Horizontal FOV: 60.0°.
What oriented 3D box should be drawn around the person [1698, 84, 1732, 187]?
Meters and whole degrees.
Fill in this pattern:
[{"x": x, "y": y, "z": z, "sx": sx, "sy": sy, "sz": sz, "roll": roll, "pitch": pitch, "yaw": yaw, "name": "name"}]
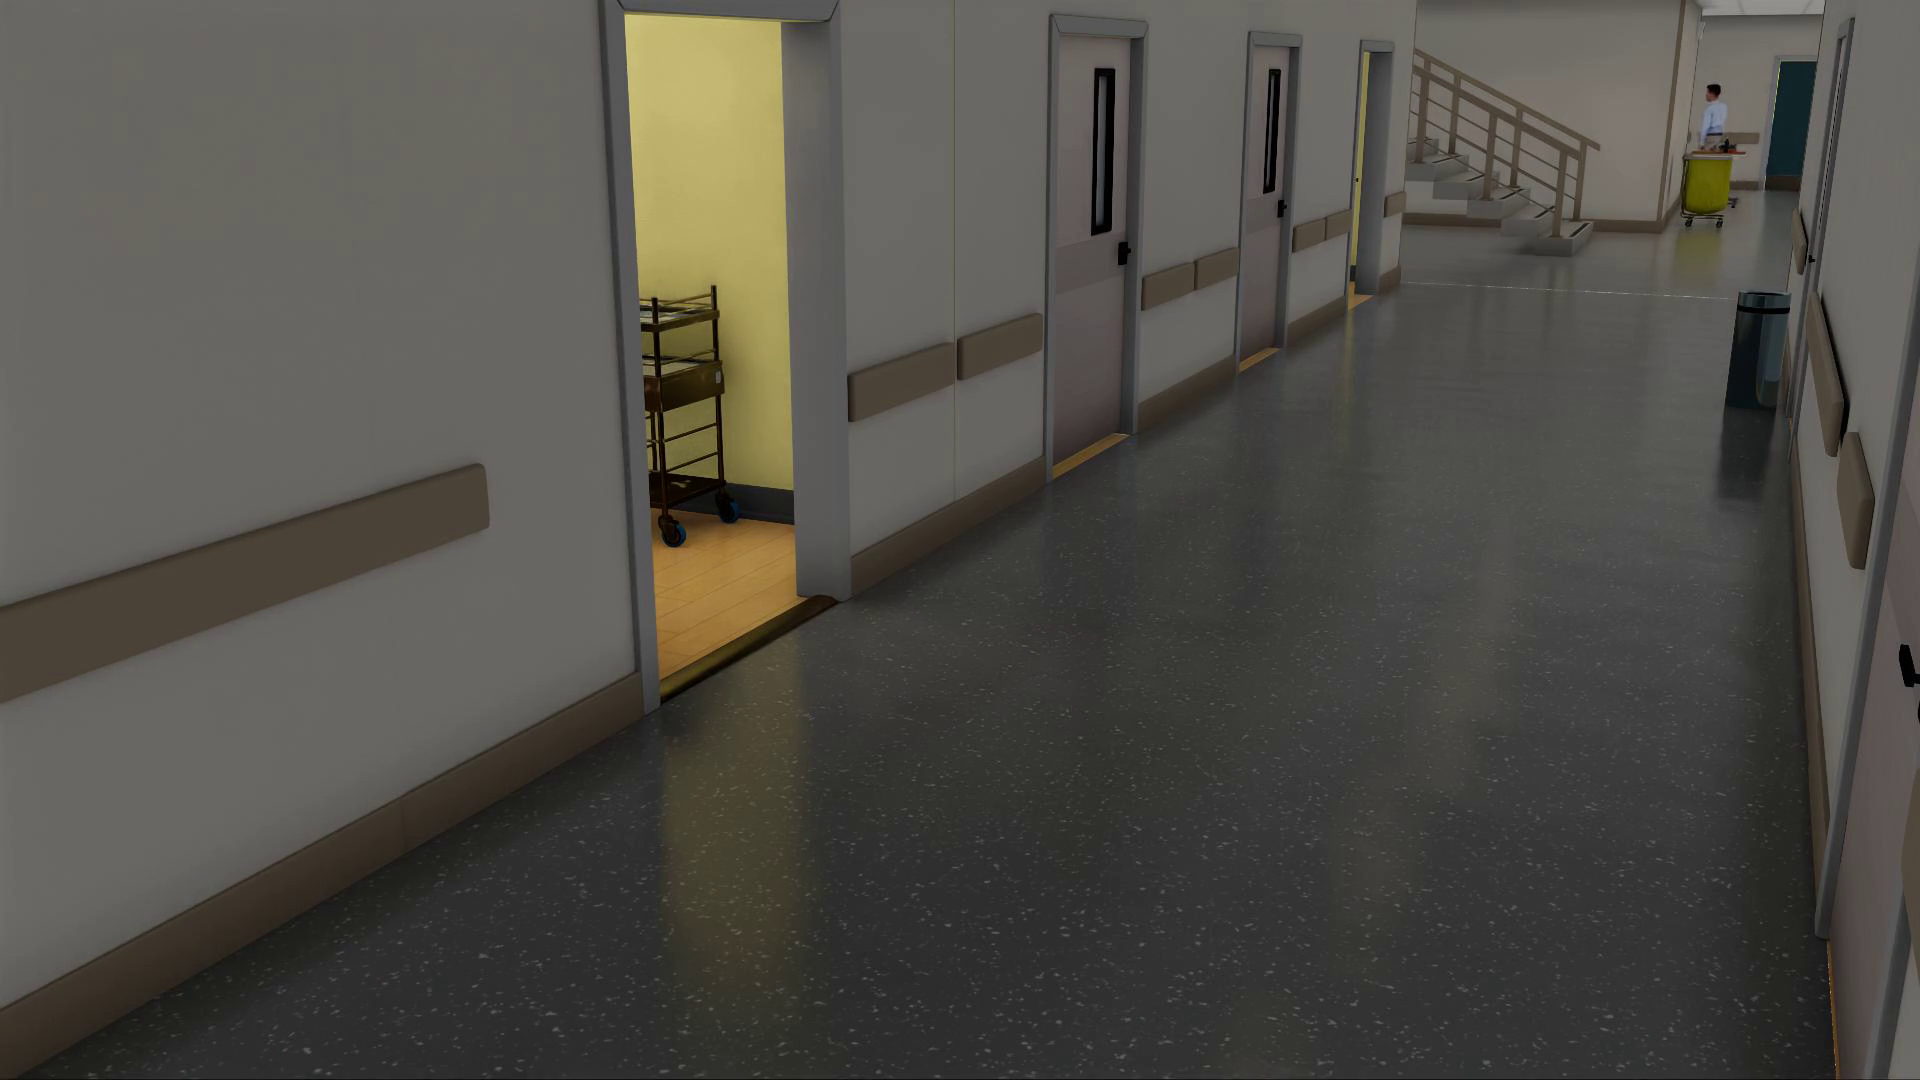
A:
[{"x": 12.221, "y": -6.416, "z": 26.931, "sx": 1.021, "sy": 1.818, "sz": 1.109, "roll": -7, "pitch": 17, "yaw": -23, "name": "person"}]
